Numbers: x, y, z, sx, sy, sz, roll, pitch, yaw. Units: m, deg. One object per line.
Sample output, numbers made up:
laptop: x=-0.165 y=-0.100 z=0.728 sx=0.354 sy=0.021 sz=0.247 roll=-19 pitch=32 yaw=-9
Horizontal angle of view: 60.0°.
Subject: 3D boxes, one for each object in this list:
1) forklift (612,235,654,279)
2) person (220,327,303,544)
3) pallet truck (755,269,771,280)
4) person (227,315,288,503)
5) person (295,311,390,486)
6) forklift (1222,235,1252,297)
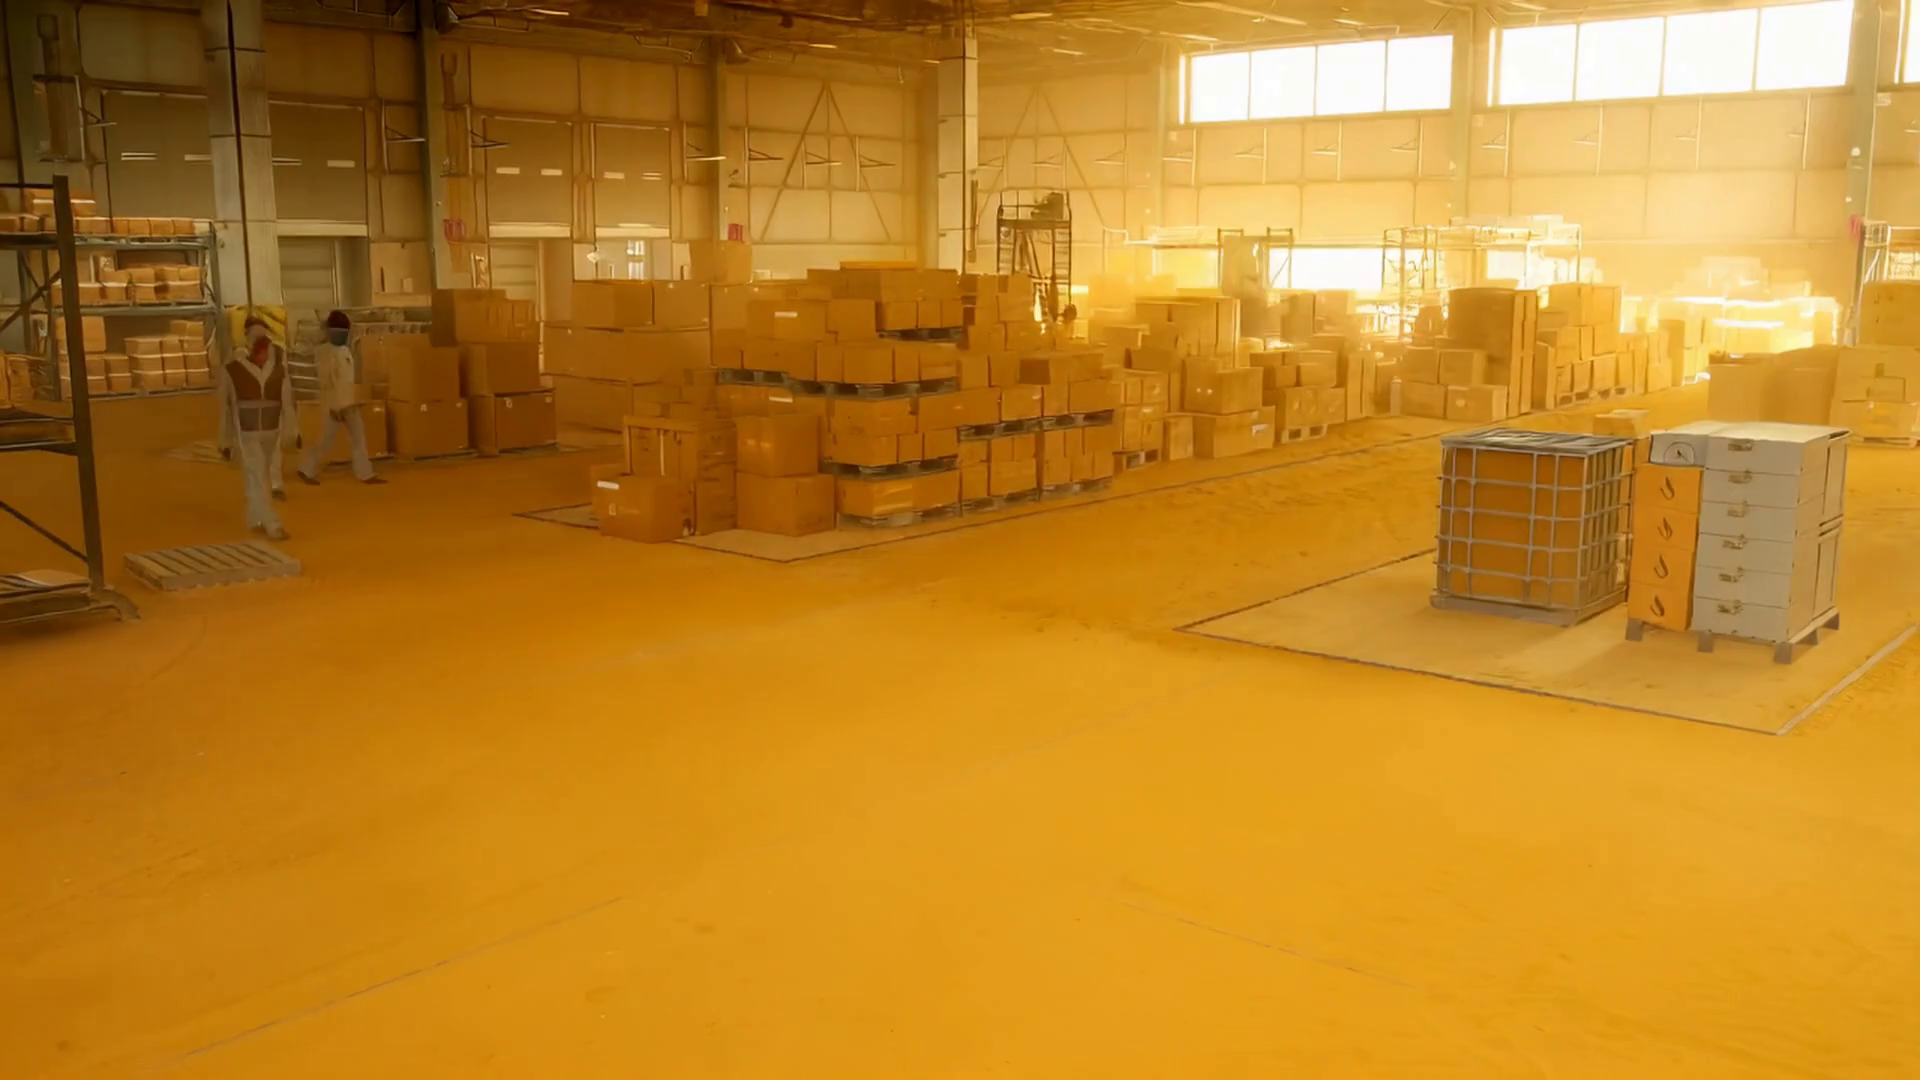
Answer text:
forklift: x=-7.300 y=-5.450 z=37.421 sx=1.873 sy=2.768 sz=1.129 roll=8 pitch=13 yaw=40
person: x=-6.052 y=-0.913 z=14.478 sx=1.001 sy=1.861 sz=0.613 roll=7 pitch=12 yaw=36
pallet truck: x=-4.996 y=-6.432 z=45.525 sx=1.885 sy=1.965 sz=0.823 roll=-6 pitch=12 yaw=-32
person: x=-7.036 y=-1.317 z=16.724 sx=0.584 sy=1.882 sz=0.337 roll=-7 pitch=12 yaw=-35
person: x=-6.670 y=-1.502 z=17.774 sx=0.910 sy=1.896 sz=0.592 roll=2 pitch=10 yaw=9
forklift: x=6.080 y=-5.330 z=36.741 sx=1.873 sy=2.768 sz=1.129 roll=7 pitch=12 yaw=33
